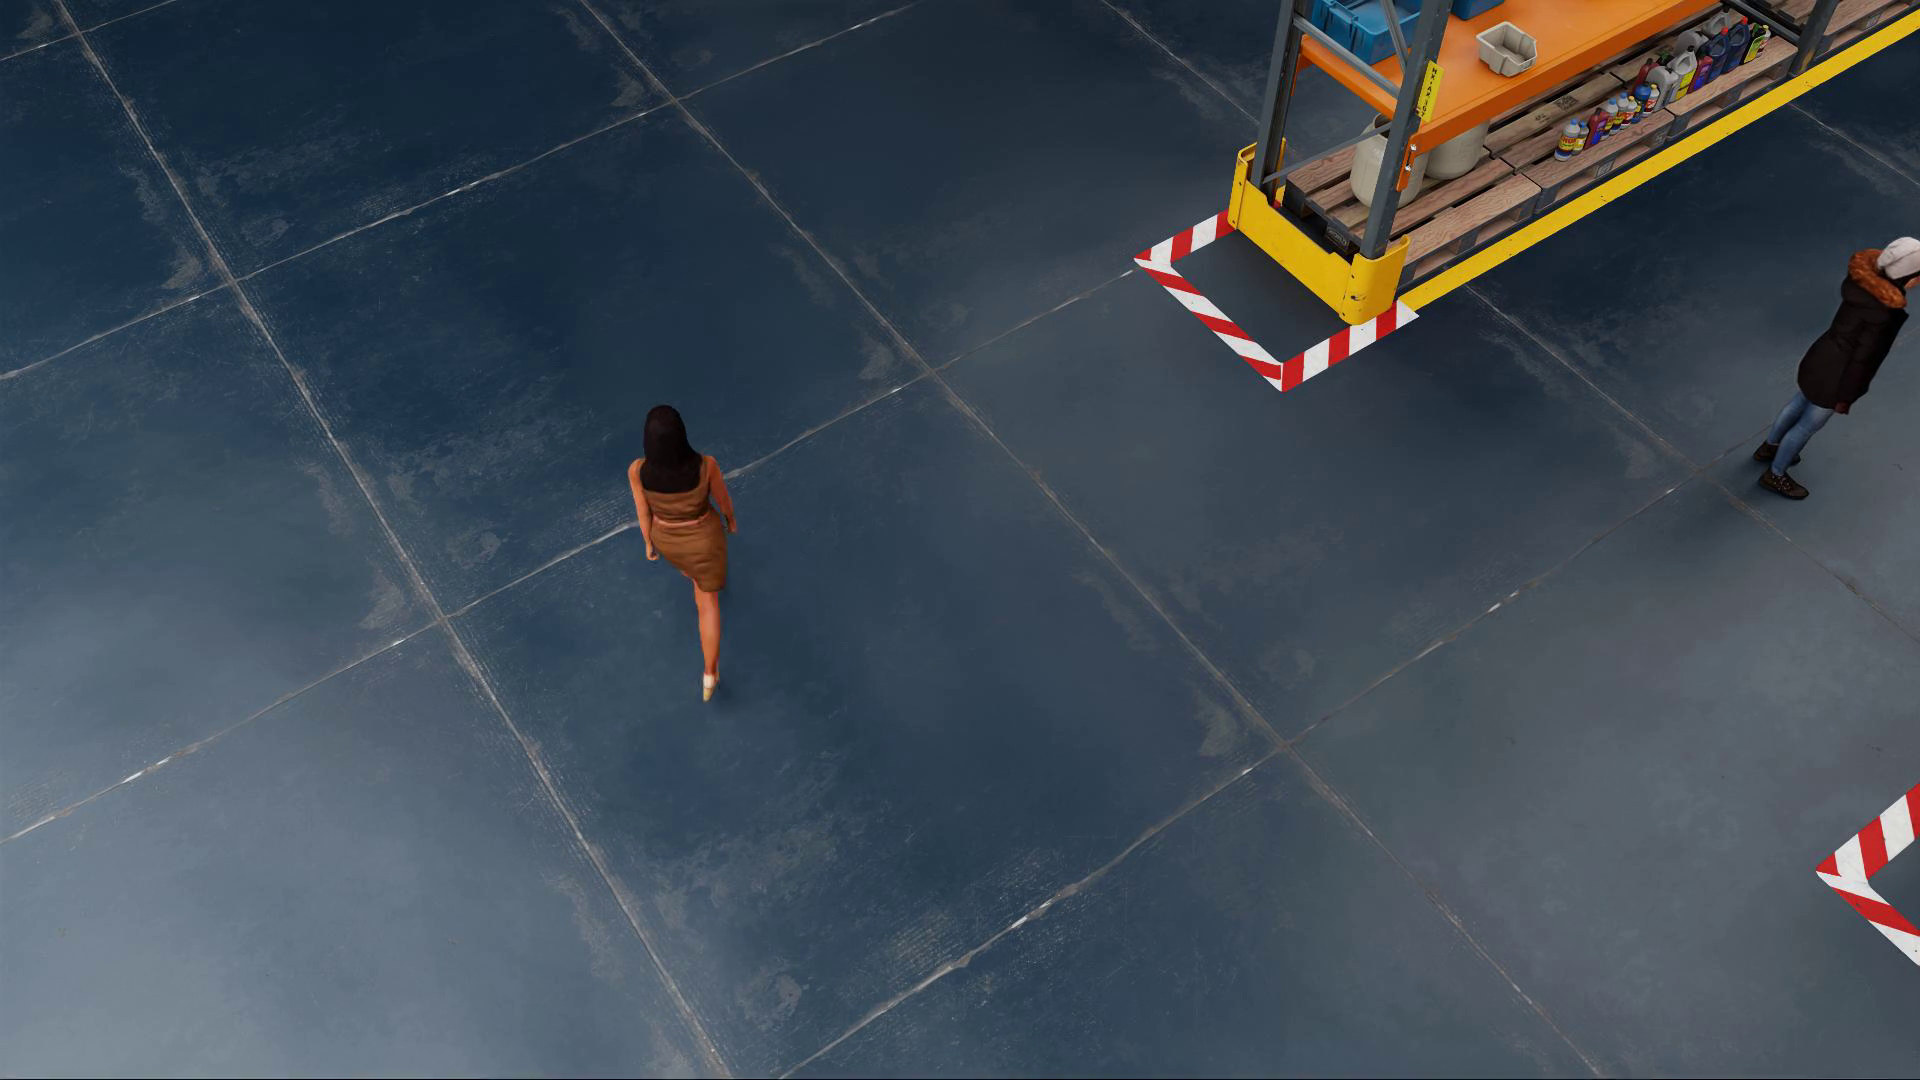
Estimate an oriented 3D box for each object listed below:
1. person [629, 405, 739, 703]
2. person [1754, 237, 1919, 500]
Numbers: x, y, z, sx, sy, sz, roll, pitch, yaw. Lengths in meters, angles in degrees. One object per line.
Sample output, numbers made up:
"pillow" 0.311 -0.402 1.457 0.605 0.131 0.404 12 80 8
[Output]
"person" -1.237 0.070 7.630 1.073 1.650 1.001 -3 52 -2
"person" 4.422 -0.877 8.373 0.801 1.635 0.734 10 53 8
